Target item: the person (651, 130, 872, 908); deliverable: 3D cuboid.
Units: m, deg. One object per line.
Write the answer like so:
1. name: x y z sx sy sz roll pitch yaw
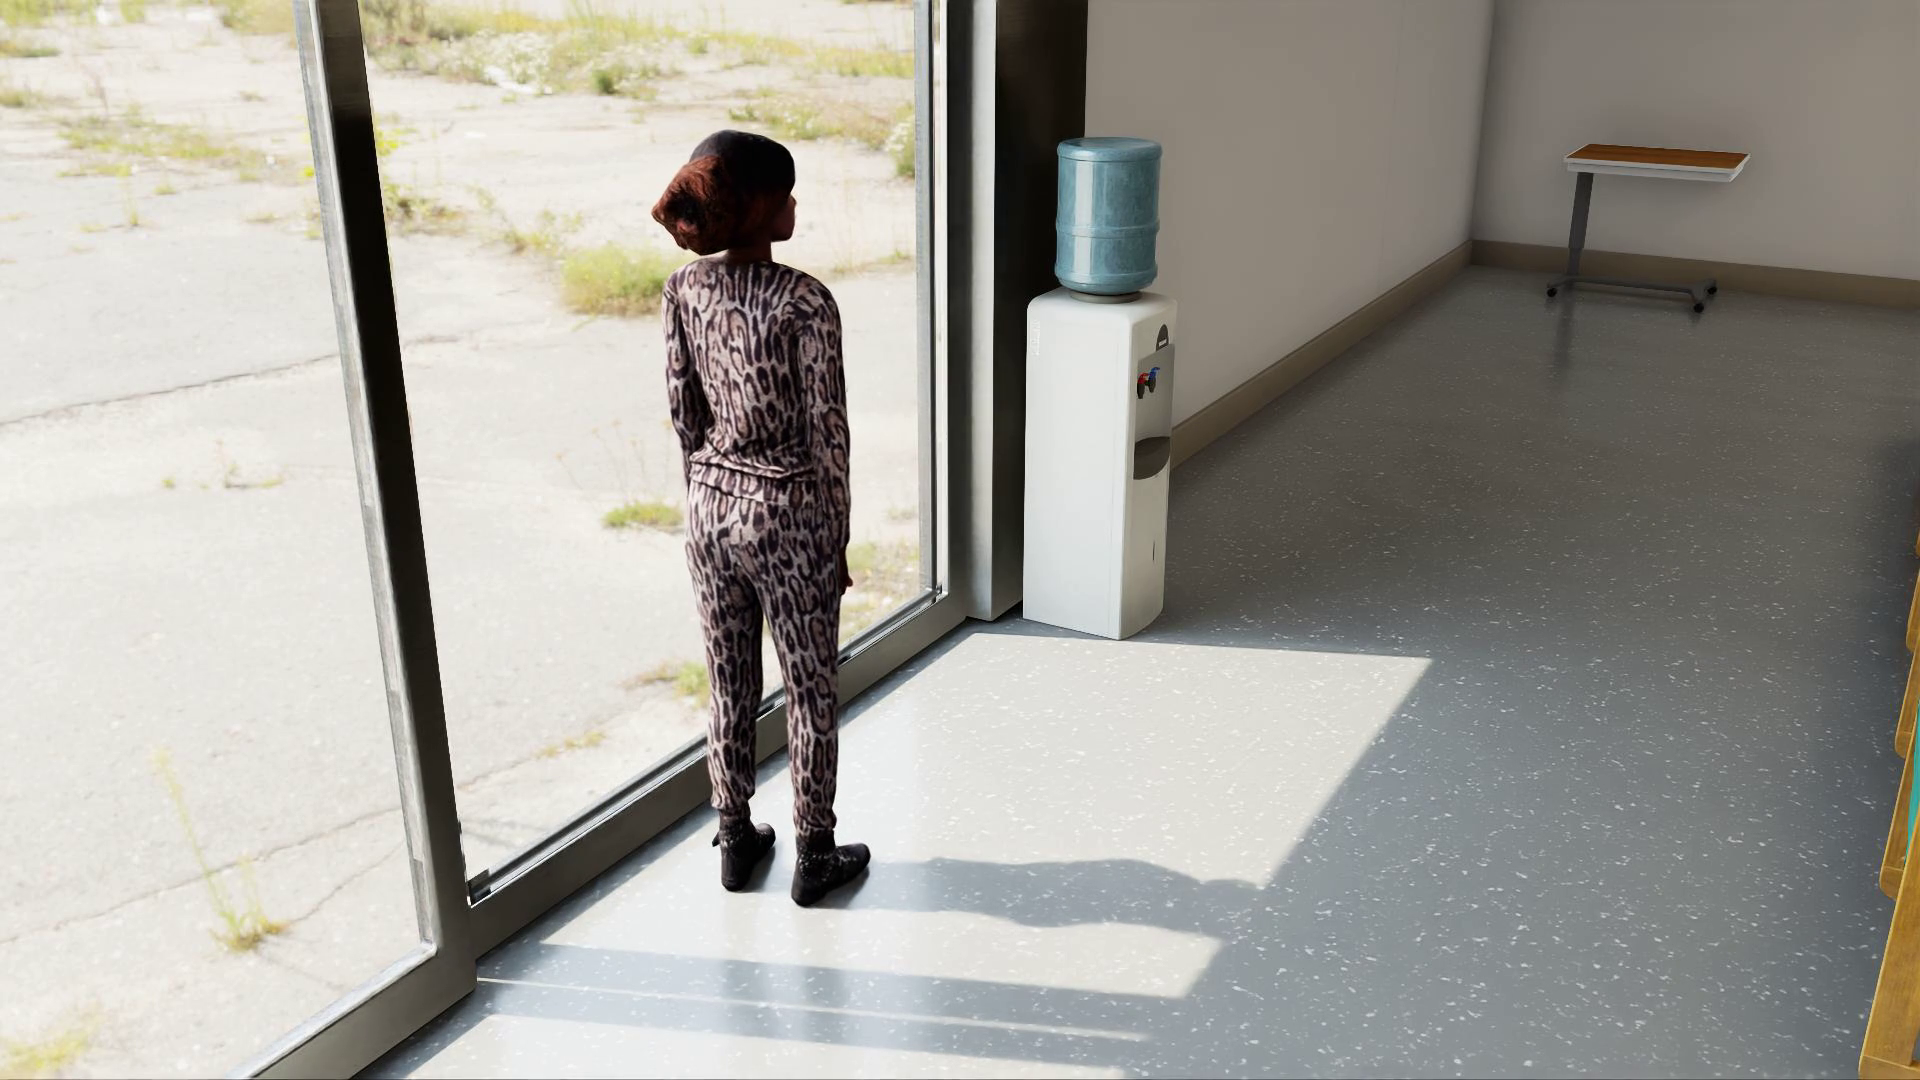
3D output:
1. person: -0.430 -0.017 3.616 0.479 1.714 0.637 10 23 24
